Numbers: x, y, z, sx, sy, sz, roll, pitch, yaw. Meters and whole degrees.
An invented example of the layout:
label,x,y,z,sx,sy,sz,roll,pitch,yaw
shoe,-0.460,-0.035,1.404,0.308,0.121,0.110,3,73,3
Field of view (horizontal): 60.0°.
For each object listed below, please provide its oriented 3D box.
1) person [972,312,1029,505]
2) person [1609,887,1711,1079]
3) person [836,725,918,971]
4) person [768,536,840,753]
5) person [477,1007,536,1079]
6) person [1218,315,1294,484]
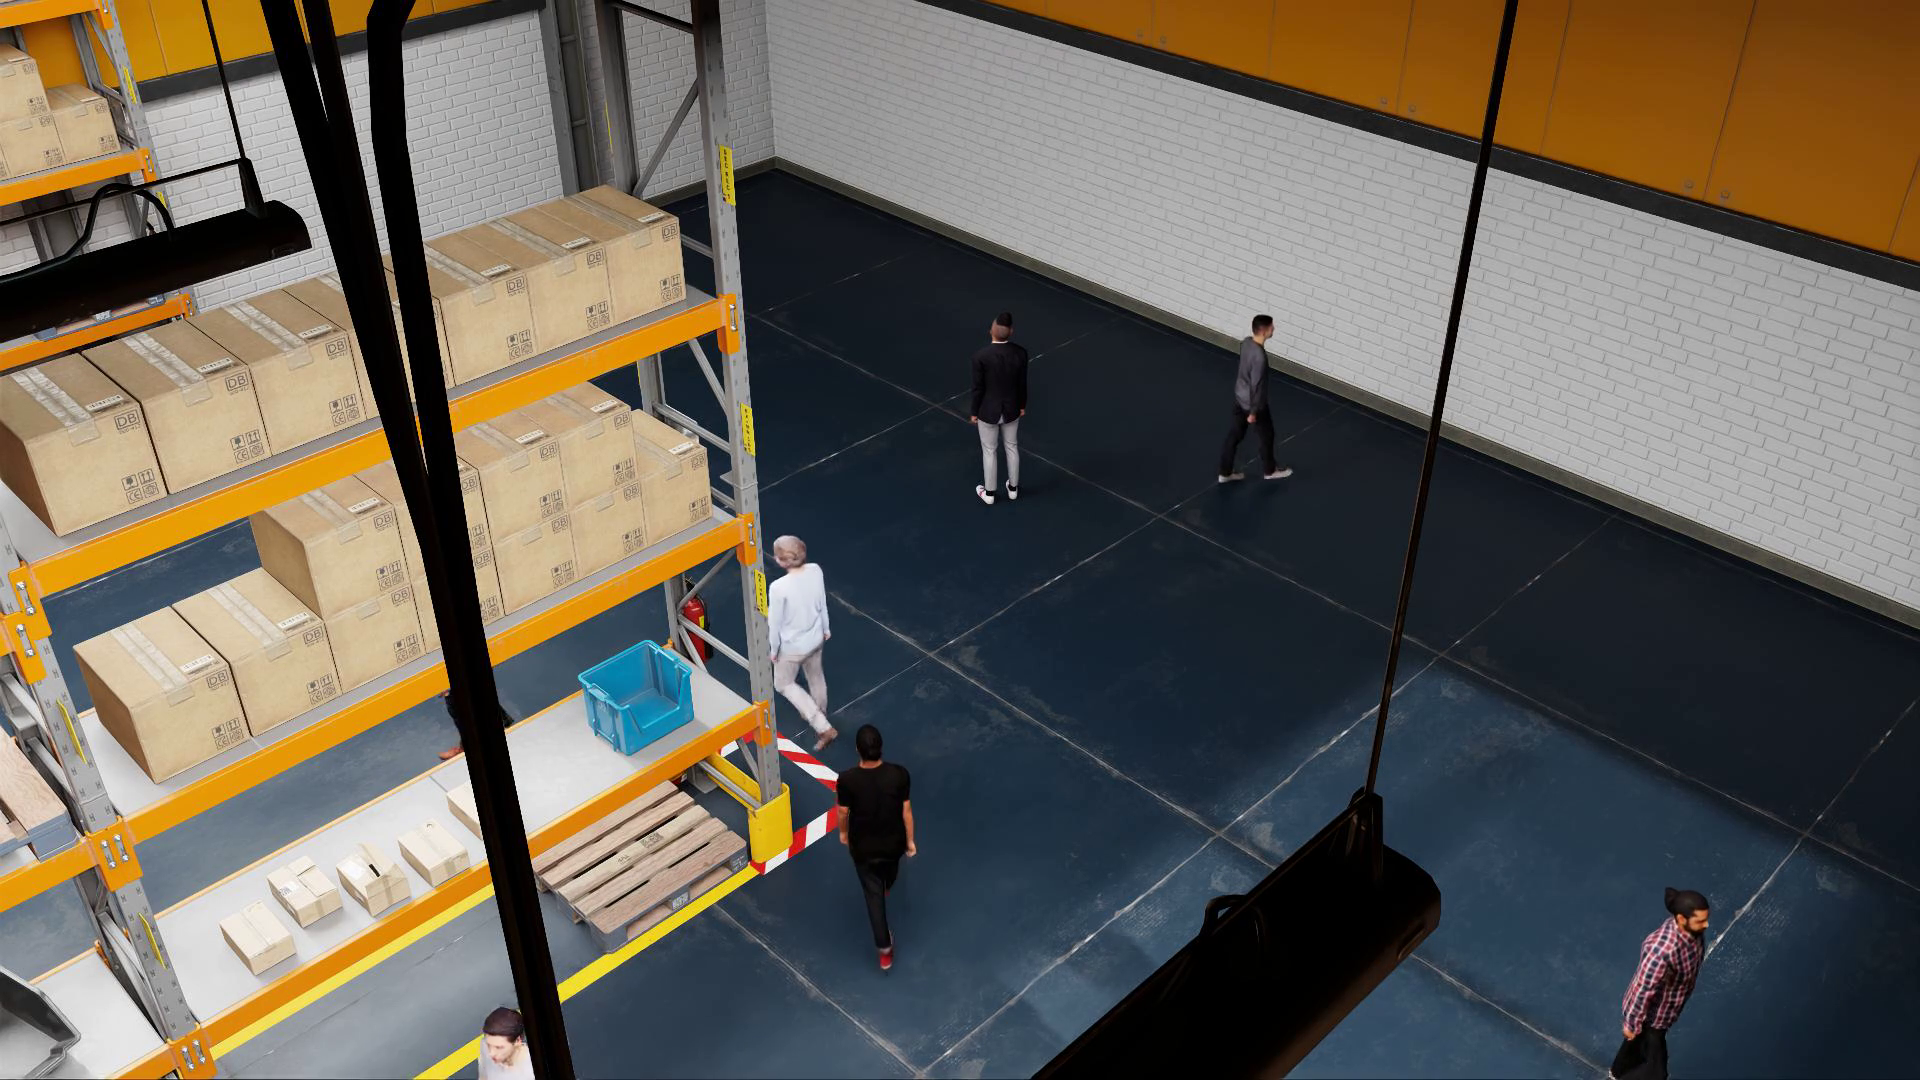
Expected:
label,x,y,z,sx,sy,sz,roll,pitch,yaw
person,0.368,-1.231,15.298,0.713,1.950,0.853,-10,35,-15
person,3.965,2.655,9.628,0.772,1.754,0.554,27,42,35
person,-0.524,2.000,10.654,1.174,1.710,1.125,-5,34,-8
person,-1.139,0.802,12.306,0.832,1.876,0.737,-27,42,-34
person,-2.233,3.091,8.890,0.744,1.845,0.741,19,38,26
person,2.647,-1.285,15.572,1.042,1.737,0.868,-12,35,-17
